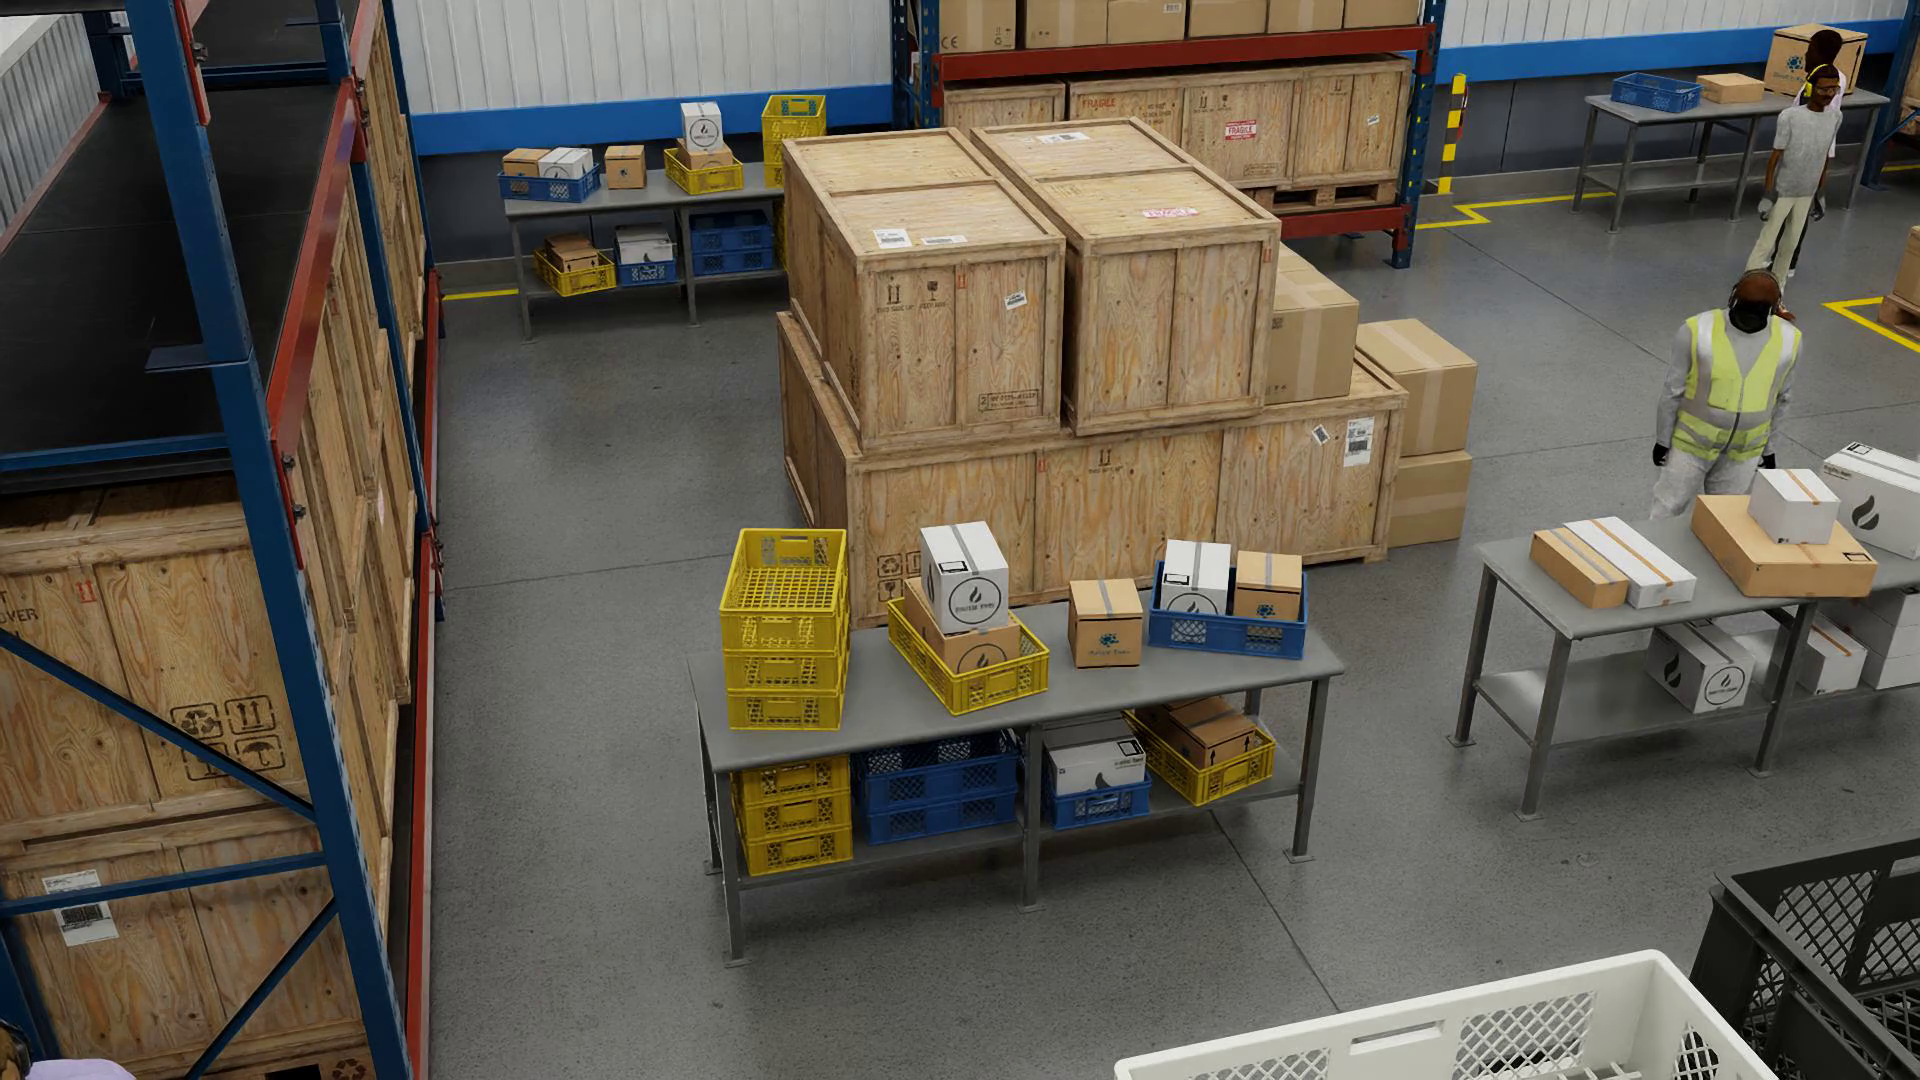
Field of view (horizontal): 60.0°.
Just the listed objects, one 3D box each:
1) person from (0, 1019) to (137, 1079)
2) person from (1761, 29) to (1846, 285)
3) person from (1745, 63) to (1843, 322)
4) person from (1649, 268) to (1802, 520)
[{"bbox_3d":[-2.167,1.859,4.009,0.625,1.933,0.374,-22,36,-34],"label":"person"},{"bbox_3d":[6.416,-2.898,12.655,0.386,1.917,0.596,23,36,35],"label":"person"},{"bbox_3d":[5.990,-2.471,11.927,0.516,1.873,0.329,-6,29,-10],"label":"person"},{"bbox_3d":[3.802,-0.483,8.355,0.620,1.838,0.430,4,29,7],"label":"person"}]
